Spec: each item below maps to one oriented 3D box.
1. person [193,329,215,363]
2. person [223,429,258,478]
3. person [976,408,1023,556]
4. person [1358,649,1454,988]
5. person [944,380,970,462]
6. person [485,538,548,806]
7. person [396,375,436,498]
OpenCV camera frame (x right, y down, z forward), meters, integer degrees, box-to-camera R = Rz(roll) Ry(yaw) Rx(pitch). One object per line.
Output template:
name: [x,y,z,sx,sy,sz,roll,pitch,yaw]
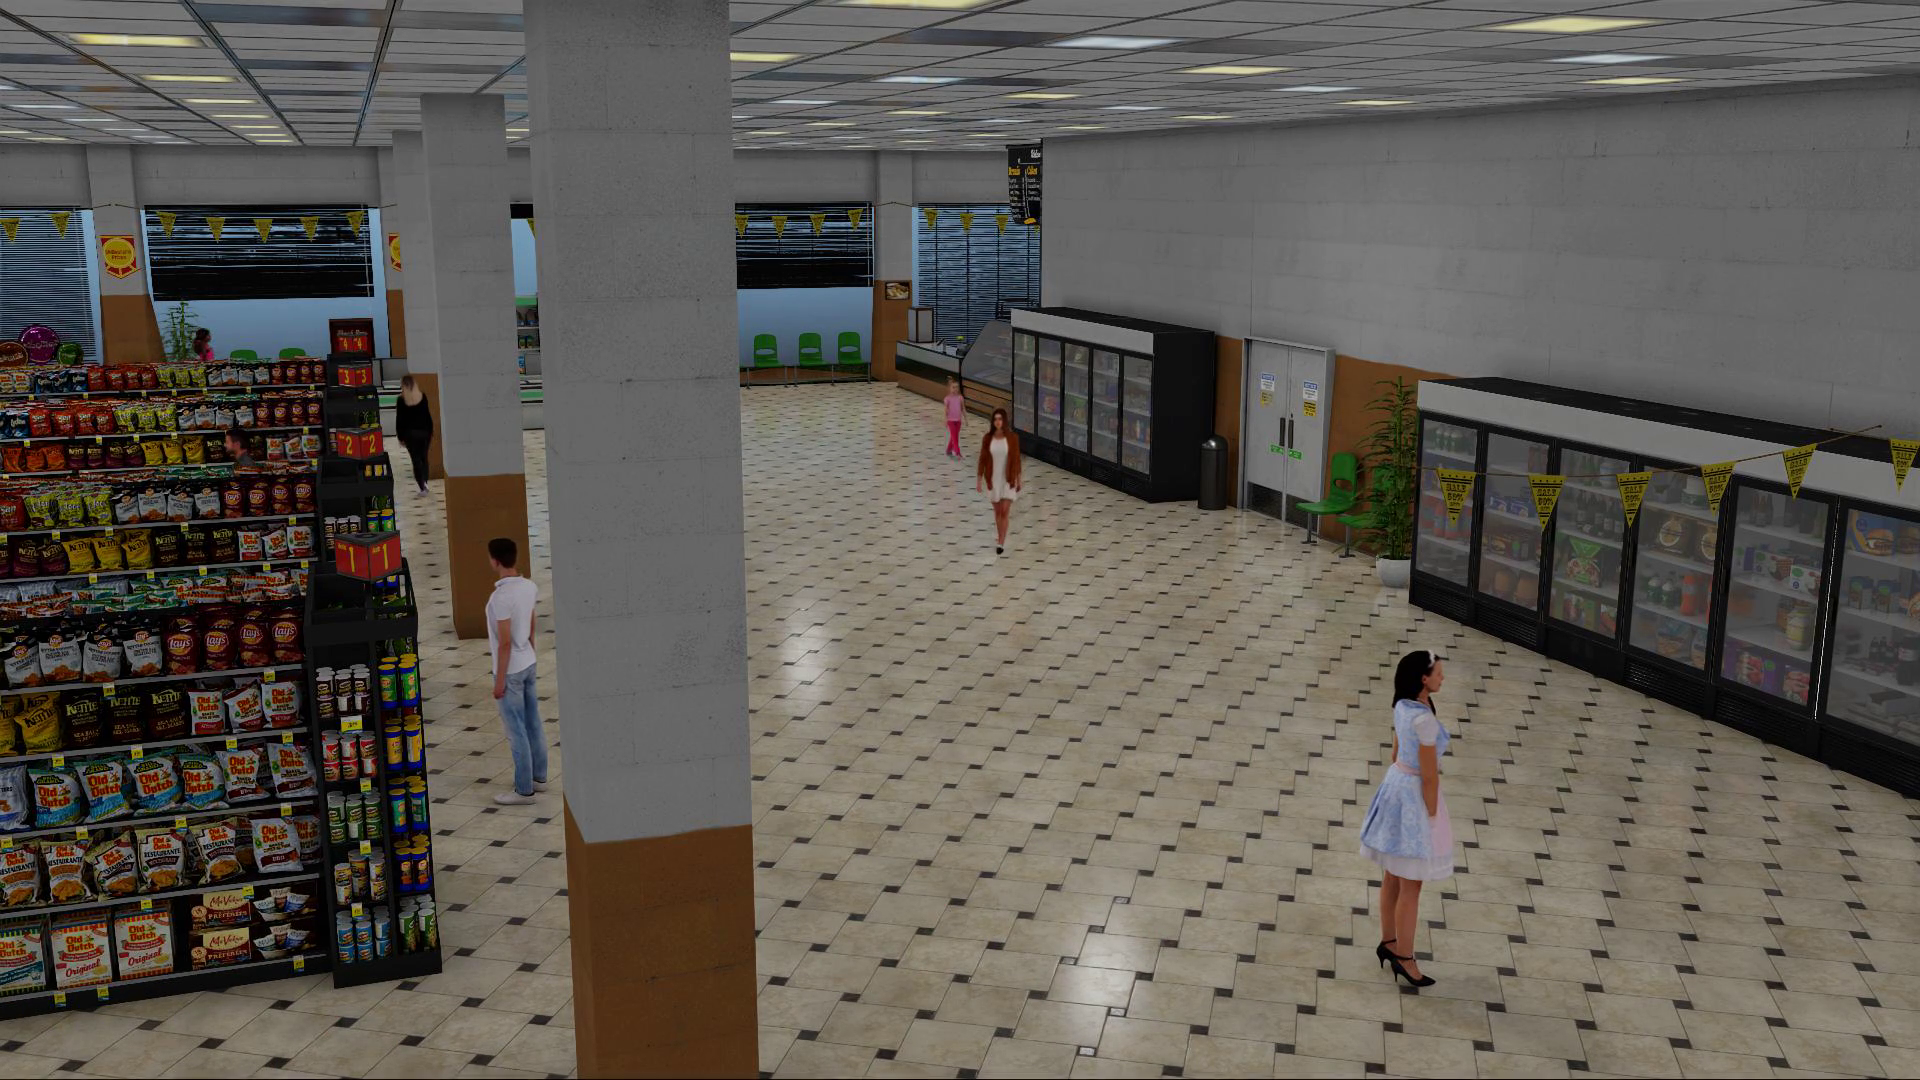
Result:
person: [-13.747,-2.962,30.124,0.961,1.708,0.579,-5,13,-23]
person: [-7.006,-0.172,16.565,1.216,1.837,0.824,-7,14,-30]
person: [0.483,-0.682,19.376,1.127,1.676,1.066,2,12,11]
person: [2.401,1.462,8.851,0.801,1.818,0.776,-1,12,-5]
person: [-0.111,-1.869,26.063,0.865,1.244,0.656,-7,14,-29]
person: [-3.060,0.894,11.462,0.731,1.854,0.735,2,12,11]
person: [-7.448,-1.407,22.832,0.594,1.670,0.748,-7,14,-30]
